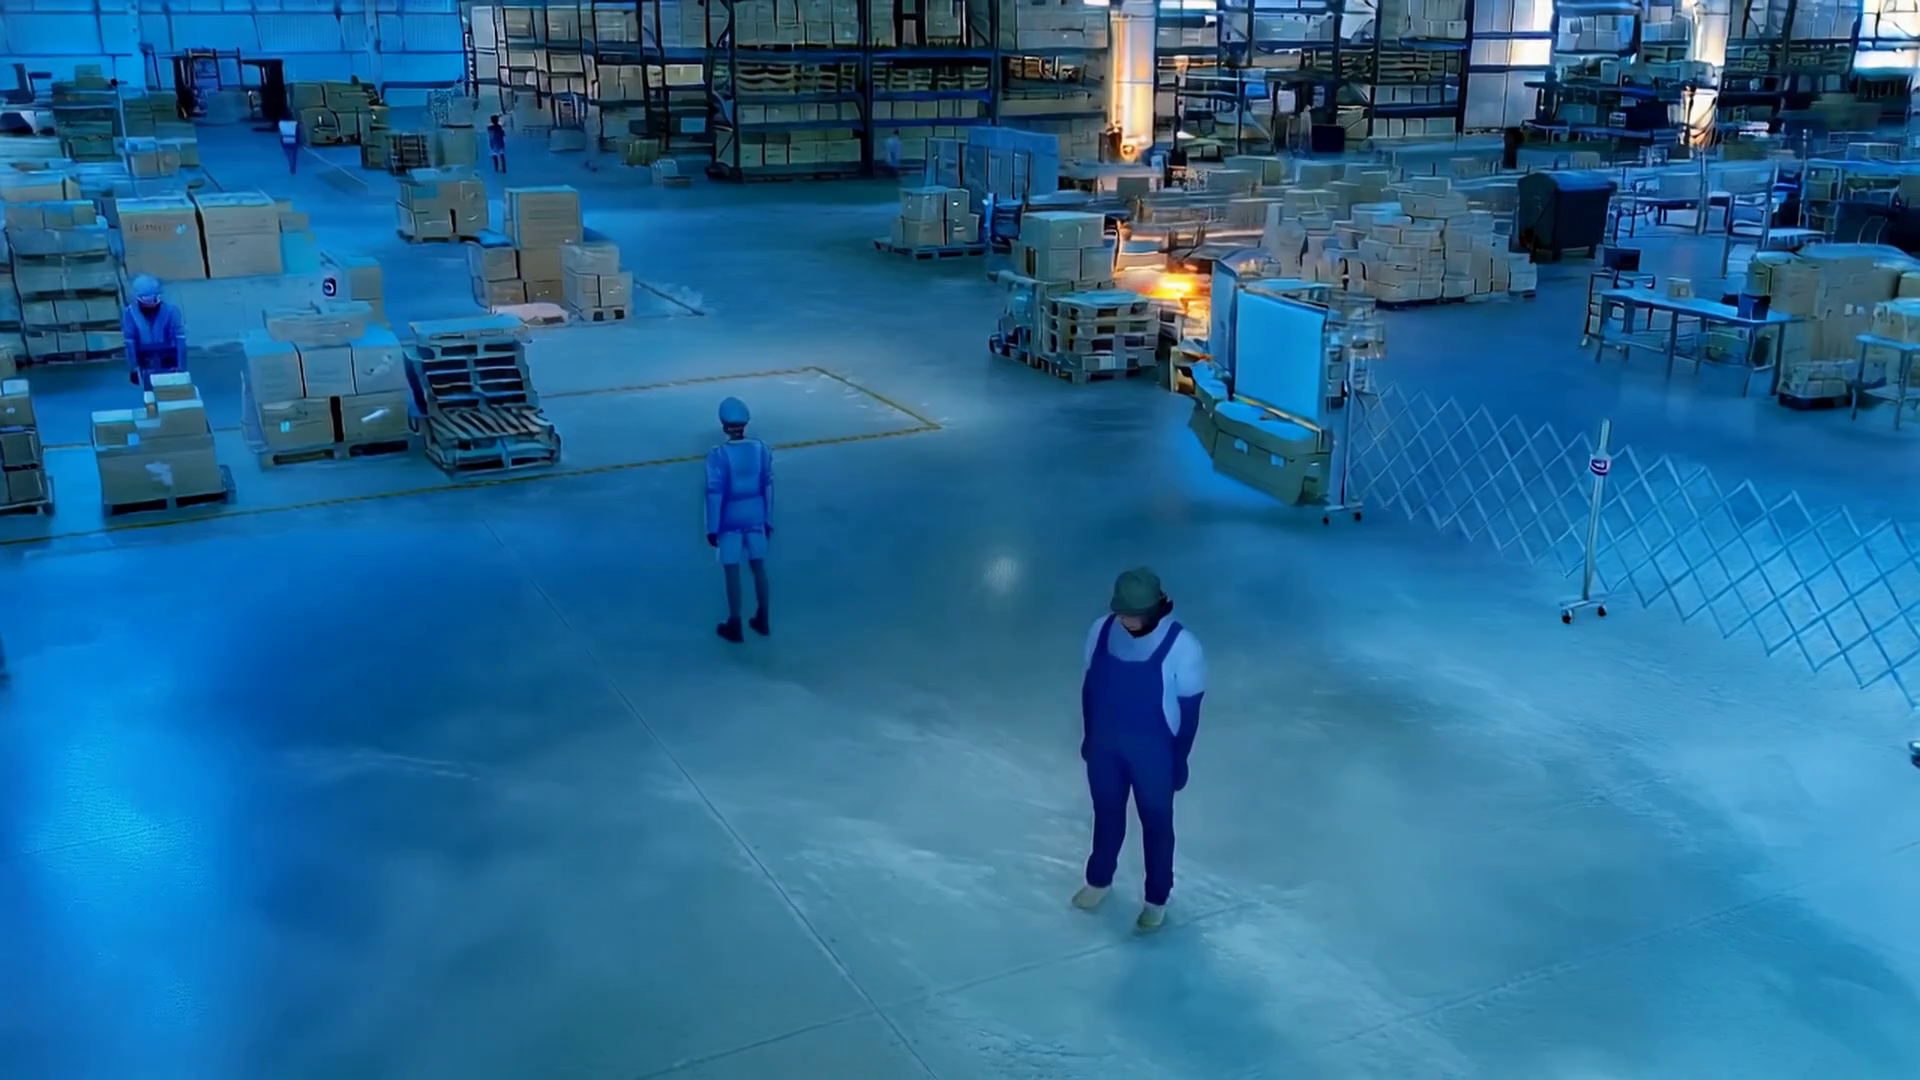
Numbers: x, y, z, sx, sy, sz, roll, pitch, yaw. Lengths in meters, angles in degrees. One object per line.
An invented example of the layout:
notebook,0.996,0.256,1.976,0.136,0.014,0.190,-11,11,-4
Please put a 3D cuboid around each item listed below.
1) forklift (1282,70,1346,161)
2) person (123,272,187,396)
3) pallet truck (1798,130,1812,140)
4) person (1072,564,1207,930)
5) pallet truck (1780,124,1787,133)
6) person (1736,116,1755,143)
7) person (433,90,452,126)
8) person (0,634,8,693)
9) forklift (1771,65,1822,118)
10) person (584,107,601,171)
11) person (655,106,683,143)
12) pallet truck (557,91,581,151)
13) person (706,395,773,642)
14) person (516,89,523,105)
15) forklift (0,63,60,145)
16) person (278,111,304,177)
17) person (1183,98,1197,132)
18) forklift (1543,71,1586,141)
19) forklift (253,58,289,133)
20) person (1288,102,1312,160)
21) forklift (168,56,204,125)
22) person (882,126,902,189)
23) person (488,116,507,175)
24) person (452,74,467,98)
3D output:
forklift,11.448,-13.637,53.348,1.129,2.768,1.873,-9,20,-26
person,-8.755,-1.910,18.154,0.605,2.034,0.392,-5,18,-15
pallet truck,25.526,-11.556,49.408,1.630,1.274,0.653,-9,20,-26
person,0.910,1.081,8.817,0.676,2.000,0.536,11,21,31
pallet truck,25.206,-12.542,52.601,1.601,1.201,0.680,0,18,-2
person,23.132,-11.657,49.083,0.533,1.697,0.322,0,18,0
person,-18.808,-15.411,60.457,0.643,1.916,0.903,-7,19,-20
person,-7.035,0.293,11.480,0.650,1.904,0.851,1,18,3
forklift,29.444,-15.200,58.221,1.129,2.768,1.873,-3,18,-9
person,-11.066,-12.071,50.080,0.438,1.884,0.710,4,18,13
person,-10.601,-15.427,60.506,1.024,1.913,0.623,-12,21,-32
pallet truck,-13.495,-14.412,57.188,0.823,1.965,1.885,-3,18,-9
person,-1.712,-0.168,12.881,0.551,1.935,0.362,-12,21,-33
person,-17.731,-17.360,67.026,0.855,1.592,0.533,-6,19,-18
forklift,-33.500,-15.620,59.532,1.873,2.768,1.129,-9,20,-26
person,-19.450,-11.522,48.399,0.618,1.863,1.026,0,18,-1
person,8.617,-16.028,62.505,0.566,1.827,0.690,-5,19,-16
forklift,18.685,-13.231,52.085,1.873,2.768,1.129,-9,20,-26
forklift,-26.811,-17.490,65.362,1.873,2.768,1.129,-16,24,-41
person,10.900,-12.969,52.898,0.770,1.868,0.659,12,21,33
forklift,-32.201,-18.537,68.626,1.873,2.768,1.129,-9,20,-26
person,-1.878,-10.421,45.247,0.605,1.680,0.546,8,19,24
person,-13.609,-11.615,48.950,0.534,1.700,0.318,-9,20,-27
person,-21.546,-19.083,71.754,0.622,1.993,0.382,2,18,5
